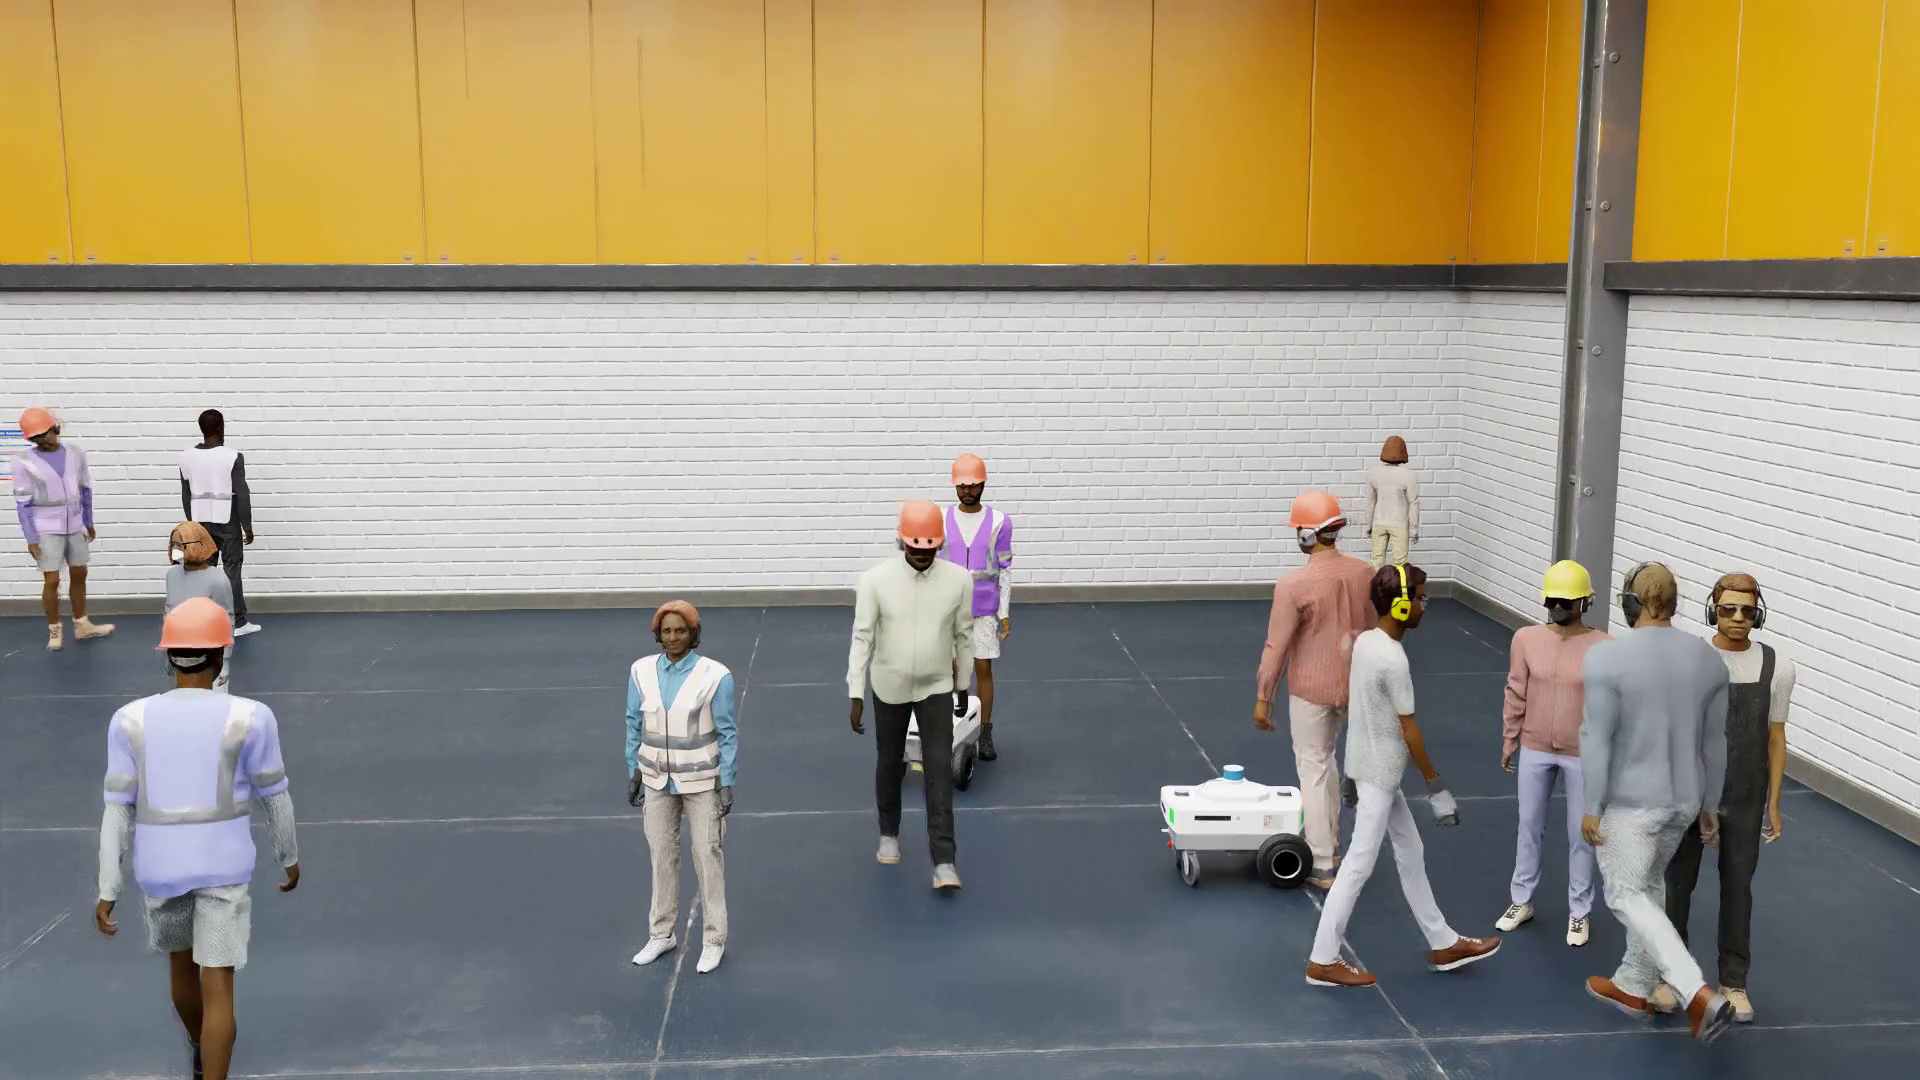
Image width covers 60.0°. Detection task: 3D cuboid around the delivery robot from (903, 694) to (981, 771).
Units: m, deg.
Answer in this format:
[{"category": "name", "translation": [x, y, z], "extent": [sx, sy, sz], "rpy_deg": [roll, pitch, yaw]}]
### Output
[{"category": "delivery robot", "translation": [-0.115, 1.115, 10.072], "extent": [0.477, 0.478, 0.707], "rpy_deg": [3, 9, 16]}]

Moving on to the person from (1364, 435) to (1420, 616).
[{"category": "person", "translation": [3.799, -0.103, 14.627], "extent": [0.507, 1.636, 0.274], "rpy_deg": [8, 12, 41]}]

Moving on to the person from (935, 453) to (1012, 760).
[{"category": "person", "translation": [0.054, 0.421, 10.389], "extent": [0.542, 1.939, 0.365], "rpy_deg": [0, 9, 2]}]

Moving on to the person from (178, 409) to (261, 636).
[{"category": "person", "translation": [-6.235, -0.140, 13.973], "extent": [0.593, 1.921, 0.392], "rpy_deg": [1, 9, 7]}]

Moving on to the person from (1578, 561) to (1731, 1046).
[{"category": "person", "translation": [2.791, 1.053, 6.546], "extent": [0.653, 1.906, 0.759], "rpy_deg": [-3, 9, -17]}]

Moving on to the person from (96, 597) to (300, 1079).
[{"category": "person", "translation": [-2.712, 1.148, 5.985], "extent": [0.602, 1.887, 0.944], "rpy_deg": [-1, 9, -9]}]

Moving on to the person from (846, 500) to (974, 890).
[{"category": "person", "translation": [-0.241, 0.754, 8.308], "extent": [0.659, 1.929, 0.954], "rpy_deg": [-1, 9, -8]}]

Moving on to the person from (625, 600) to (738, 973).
[{"category": "person", "translation": [-1.217, 1.066, 7.269], "extent": [0.523, 1.641, 0.306], "rpy_deg": [3, 9, 18]}]

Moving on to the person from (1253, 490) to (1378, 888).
[{"category": "person", "translation": [1.732, 0.728, 8.310], "extent": [0.654, 1.978, 0.573], "rpy_deg": [-5, 10, -30]}]

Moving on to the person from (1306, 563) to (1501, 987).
[{"category": "person", "translation": [1.900, 1.012, 7.019], "extent": [0.883, 1.831, 0.515], "rpy_deg": [1, 9, 5]}]

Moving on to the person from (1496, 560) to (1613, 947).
[{"category": "person", "translation": [2.720, 0.961, 7.545], "extent": [0.532, 1.767, 0.328], "rpy_deg": [6, 11, 34]}]

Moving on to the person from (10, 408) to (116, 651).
[{"category": "person", "translation": [-7.276, -0.102, 13.530], "extent": [0.475, 1.987, 0.795], "rpy_deg": [5, 10, 28]}]

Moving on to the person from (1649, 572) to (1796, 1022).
[{"category": "person", "translation": [3.100, 1.040, 6.796], "extent": [0.508, 1.847, 0.345], "rpy_deg": [3, 9, 16]}]

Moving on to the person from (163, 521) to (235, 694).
[{"category": "person", "translation": [-4.401, 0.697, 9.616], "extent": [0.497, 1.633, 0.284], "rpy_deg": [4, 10, 23]}]

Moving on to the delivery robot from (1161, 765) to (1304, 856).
[{"category": "delivery robot", "translation": [1.375, 1.381, 8.402], "extent": [0.707, 0.478, 0.477], "rpy_deg": [0, 9, 1]}]
